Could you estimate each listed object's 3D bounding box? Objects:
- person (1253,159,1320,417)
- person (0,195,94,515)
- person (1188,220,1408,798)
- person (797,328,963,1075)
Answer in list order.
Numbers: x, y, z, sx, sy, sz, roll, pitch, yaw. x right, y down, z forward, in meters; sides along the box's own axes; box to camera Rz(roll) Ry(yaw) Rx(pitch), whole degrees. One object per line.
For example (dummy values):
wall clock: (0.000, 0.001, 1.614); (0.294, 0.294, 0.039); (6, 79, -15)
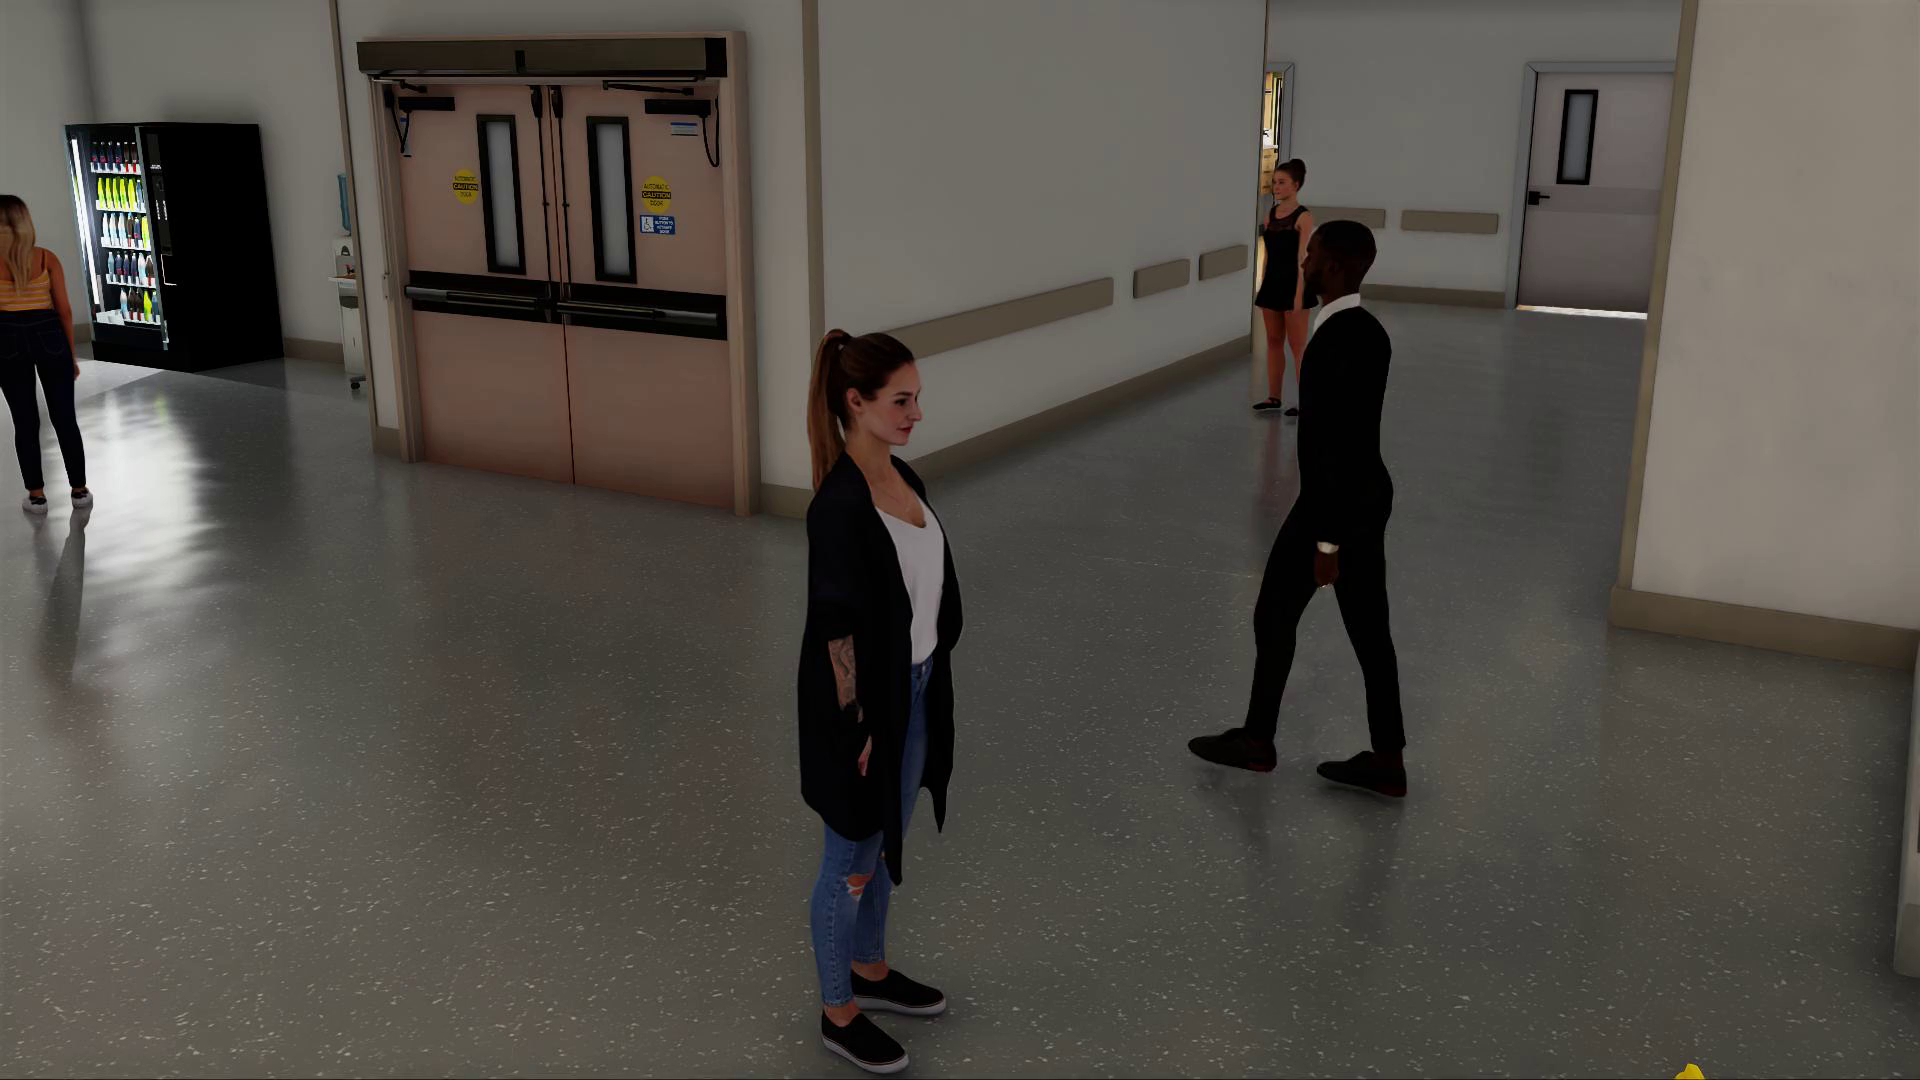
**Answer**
person: (2.172, -1.664, 11.014); (0.738, 1.675, 0.645); (-10, 19, -33)
person: (-4.785, -0.956, 8.585); (0.647, 1.629, 0.657); (-10, 19, -32)
person: (1.261, -0.053, 5.103); (0.922, 1.781, 0.673); (10, 18, 31)
person: (-0.210, 0.362, 3.797); (0.593, 1.692, 0.652); (7, 17, 22)
